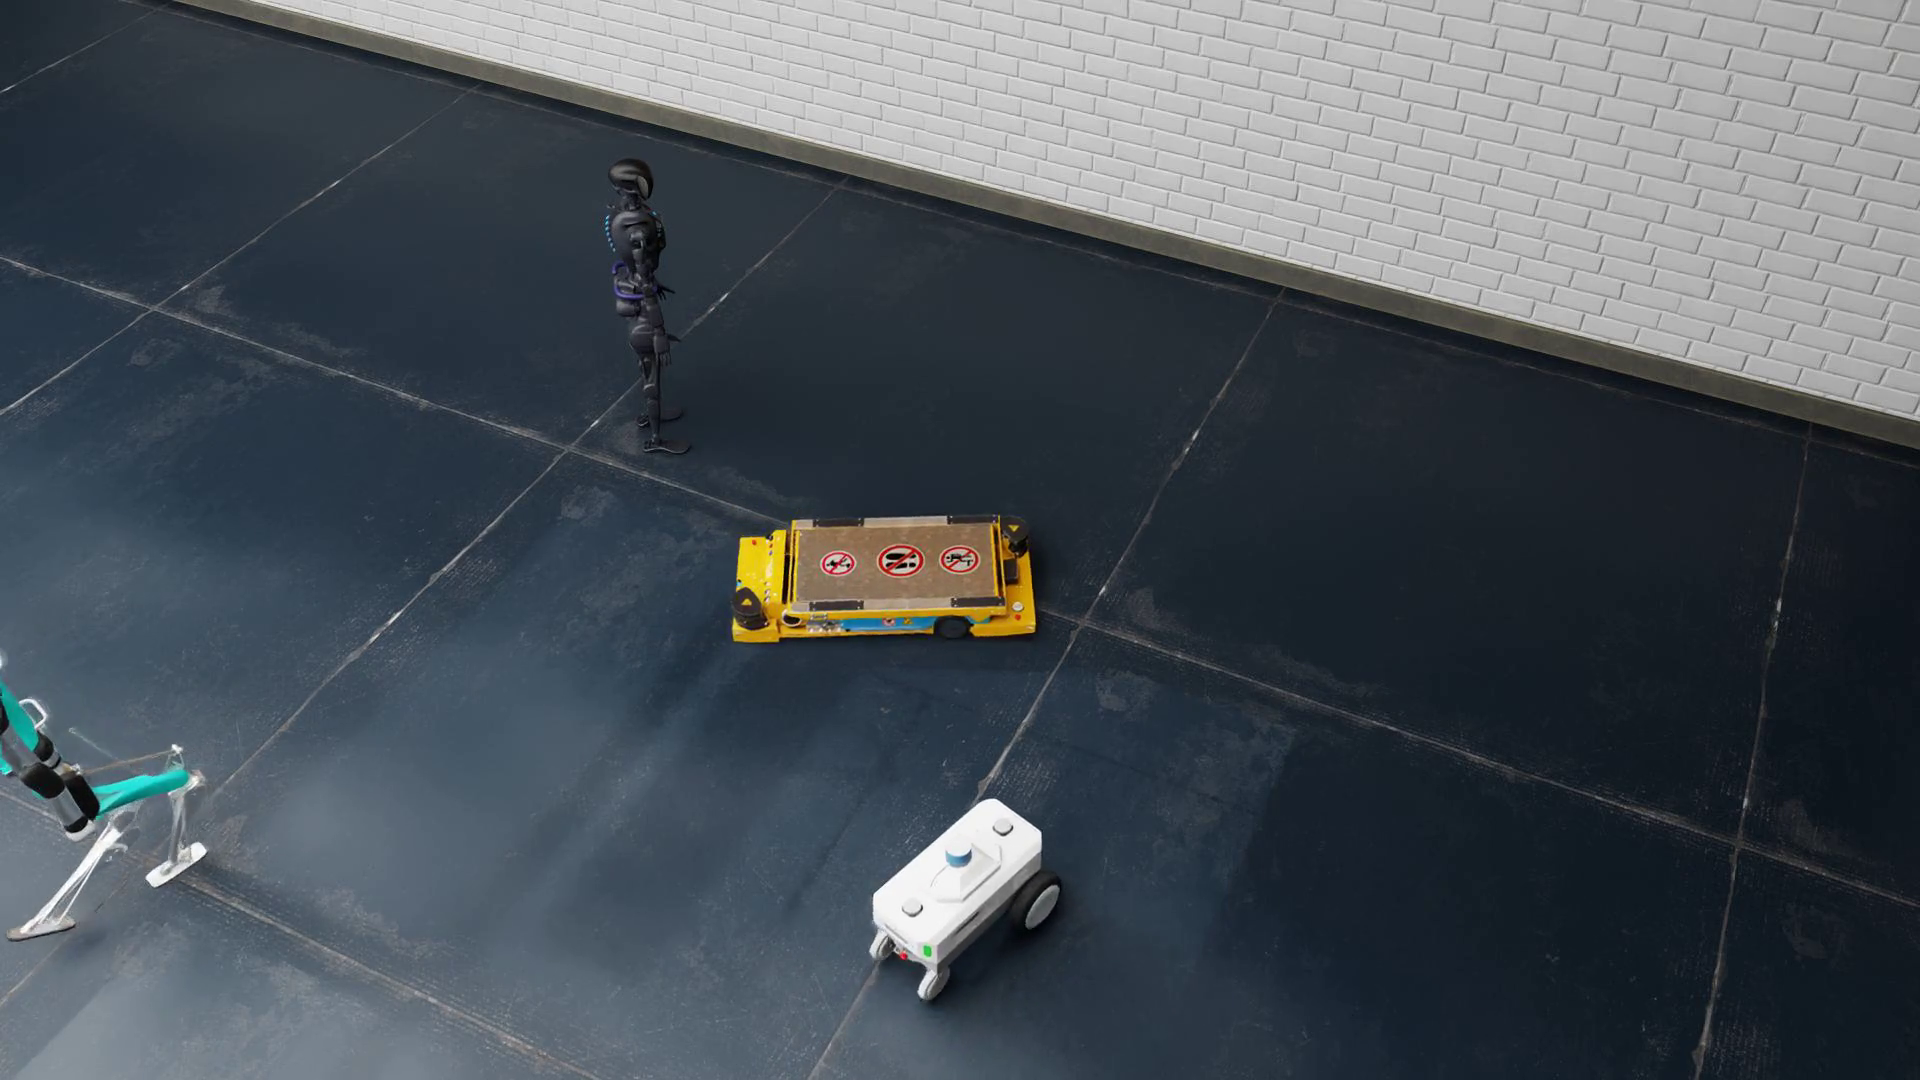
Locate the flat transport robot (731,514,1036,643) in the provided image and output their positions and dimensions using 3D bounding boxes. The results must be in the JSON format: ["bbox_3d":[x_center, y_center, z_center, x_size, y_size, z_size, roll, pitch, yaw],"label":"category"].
[{"bbox_3d":[-0.367,0.187,8.053,1.431,0.231,0.659,-1,43,-2],"label":"flat transport robot"}]

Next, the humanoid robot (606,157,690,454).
[{"bbox_3d":[-1.604,-1.210,8.514,0.315,1.657,0.599,-8,43,-9],"label":"humanoid robot"}]

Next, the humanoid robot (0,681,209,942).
[{"bbox_3d":[-3.328,0.849,6.254,0.552,1.734,1.023,33,52,30],"label":"humanoid robot"}]

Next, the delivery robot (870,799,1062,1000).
[{"bbox_3d":[0.008,1.376,6.565,0.499,0.602,0.795,32,52,30],"label":"delivery robot"}]
